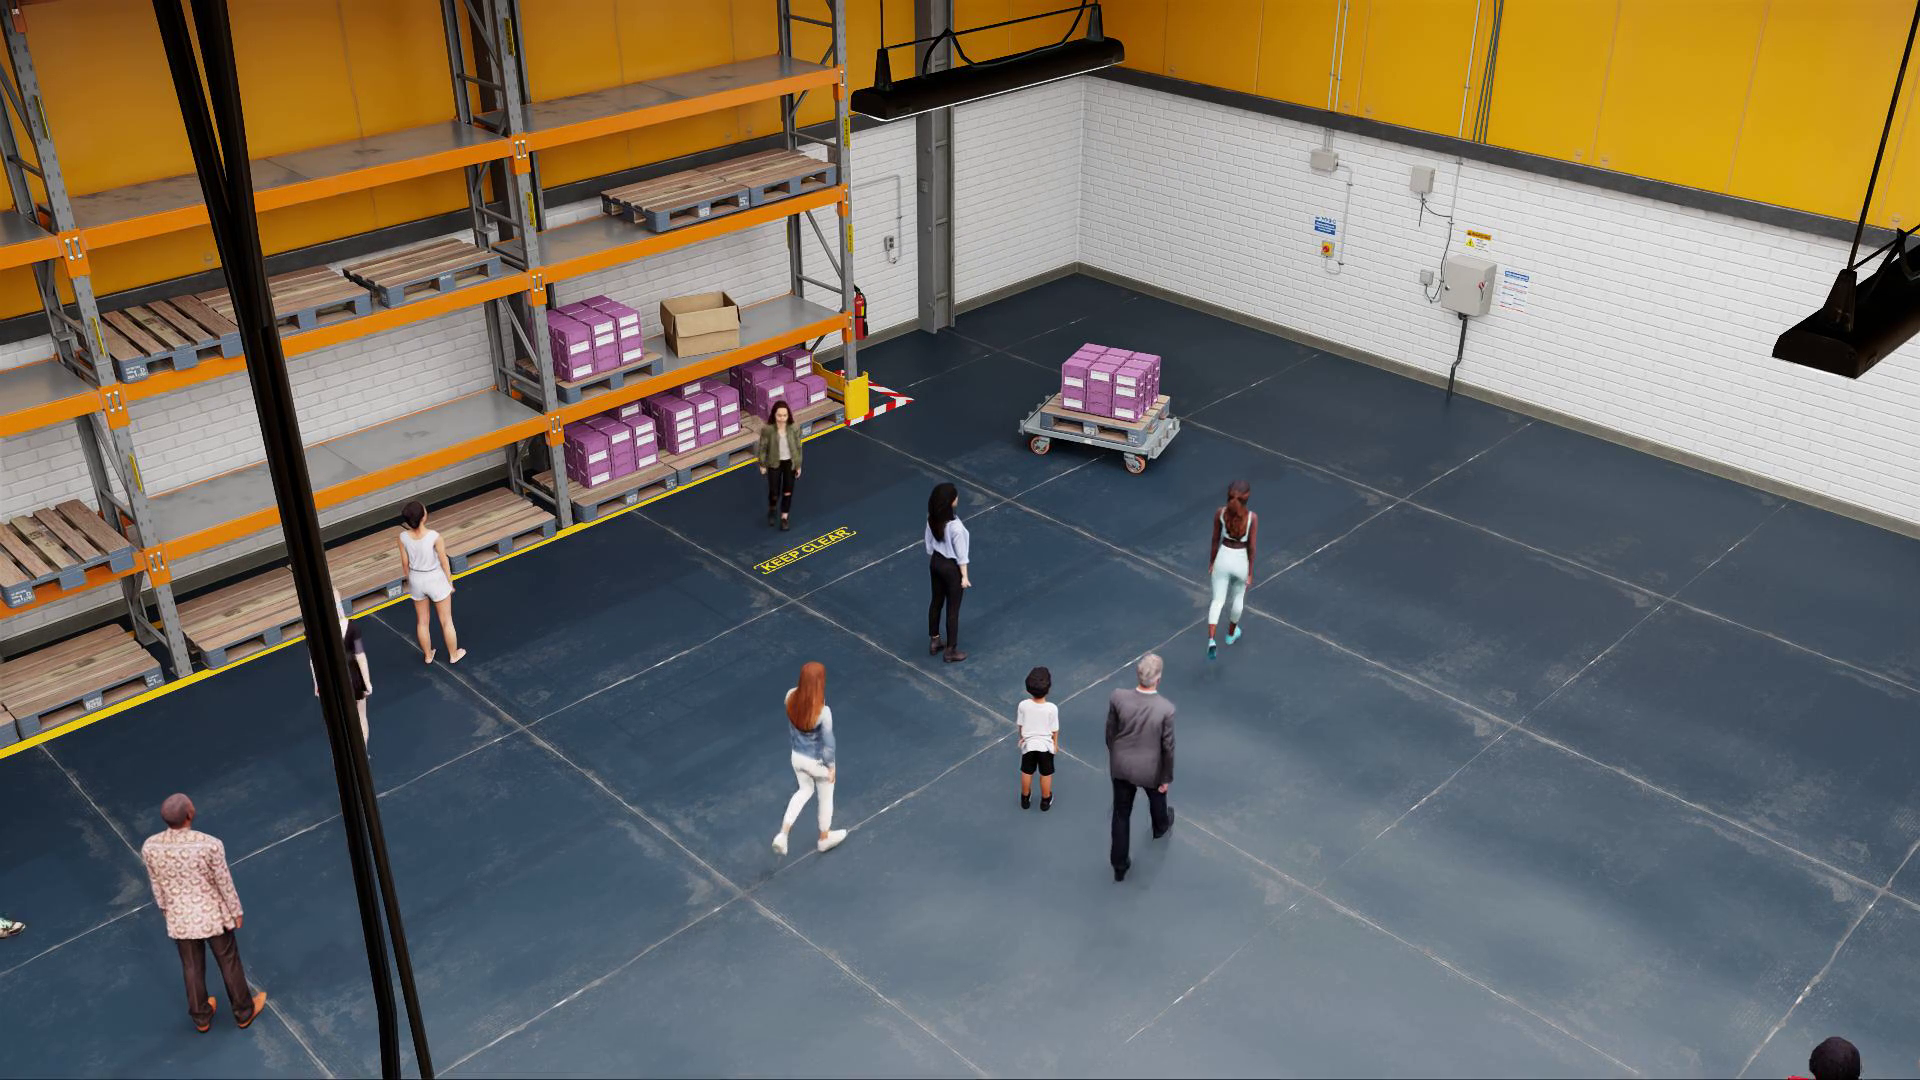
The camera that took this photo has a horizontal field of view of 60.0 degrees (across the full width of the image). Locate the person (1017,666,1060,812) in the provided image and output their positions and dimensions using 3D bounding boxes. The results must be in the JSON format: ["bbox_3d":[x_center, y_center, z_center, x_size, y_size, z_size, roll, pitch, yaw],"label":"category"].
[{"bbox_3d":[0.610,1.555,12.931,0.560,1.256,0.600,8,30,15],"label":"person"}]

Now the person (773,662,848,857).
[{"bbox_3d":[-1.151,1.664,12.285,0.686,1.685,0.915,21,35,33],"label":"person"}]

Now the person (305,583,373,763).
[{"bbox_3d":[-4.847,1.184,13.037,1.053,1.807,0.978,-7,29,-12],"label":"person"}]

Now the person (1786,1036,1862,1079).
[{"bbox_3d":[4.541,3.431,8.995,0.731,1.733,0.770,8,30,15],"label":"person"}]

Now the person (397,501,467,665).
[{"bbox_3d":[-4.708,0.378,14.723,0.665,1.606,0.722,1,29,1],"label":"person"}]

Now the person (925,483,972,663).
[{"bbox_3d":[-0.122,0.274,14.771,0.551,1.743,0.658,-23,36,-36],"label":"person"}]

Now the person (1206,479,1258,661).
[{"bbox_3d":[2.393,0.286,14.791,0.839,1.704,1.092,10,30,18],"label":"person"}]

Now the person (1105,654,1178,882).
[{"bbox_3d":[1.276,1.690,12.111,1.027,1.805,1.224,10,30,17],"label":"person"}]

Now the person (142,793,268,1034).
[{"bbox_3d":[-4.934,2.422,10.772,0.783,1.802,0.855,-1,29,-2],"label":"person"}]

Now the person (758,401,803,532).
[{"bbox_3d":[-1.838,-0.805,17.039,0.677,1.466,0.761,-7,29,-12],"label":"person"}]
